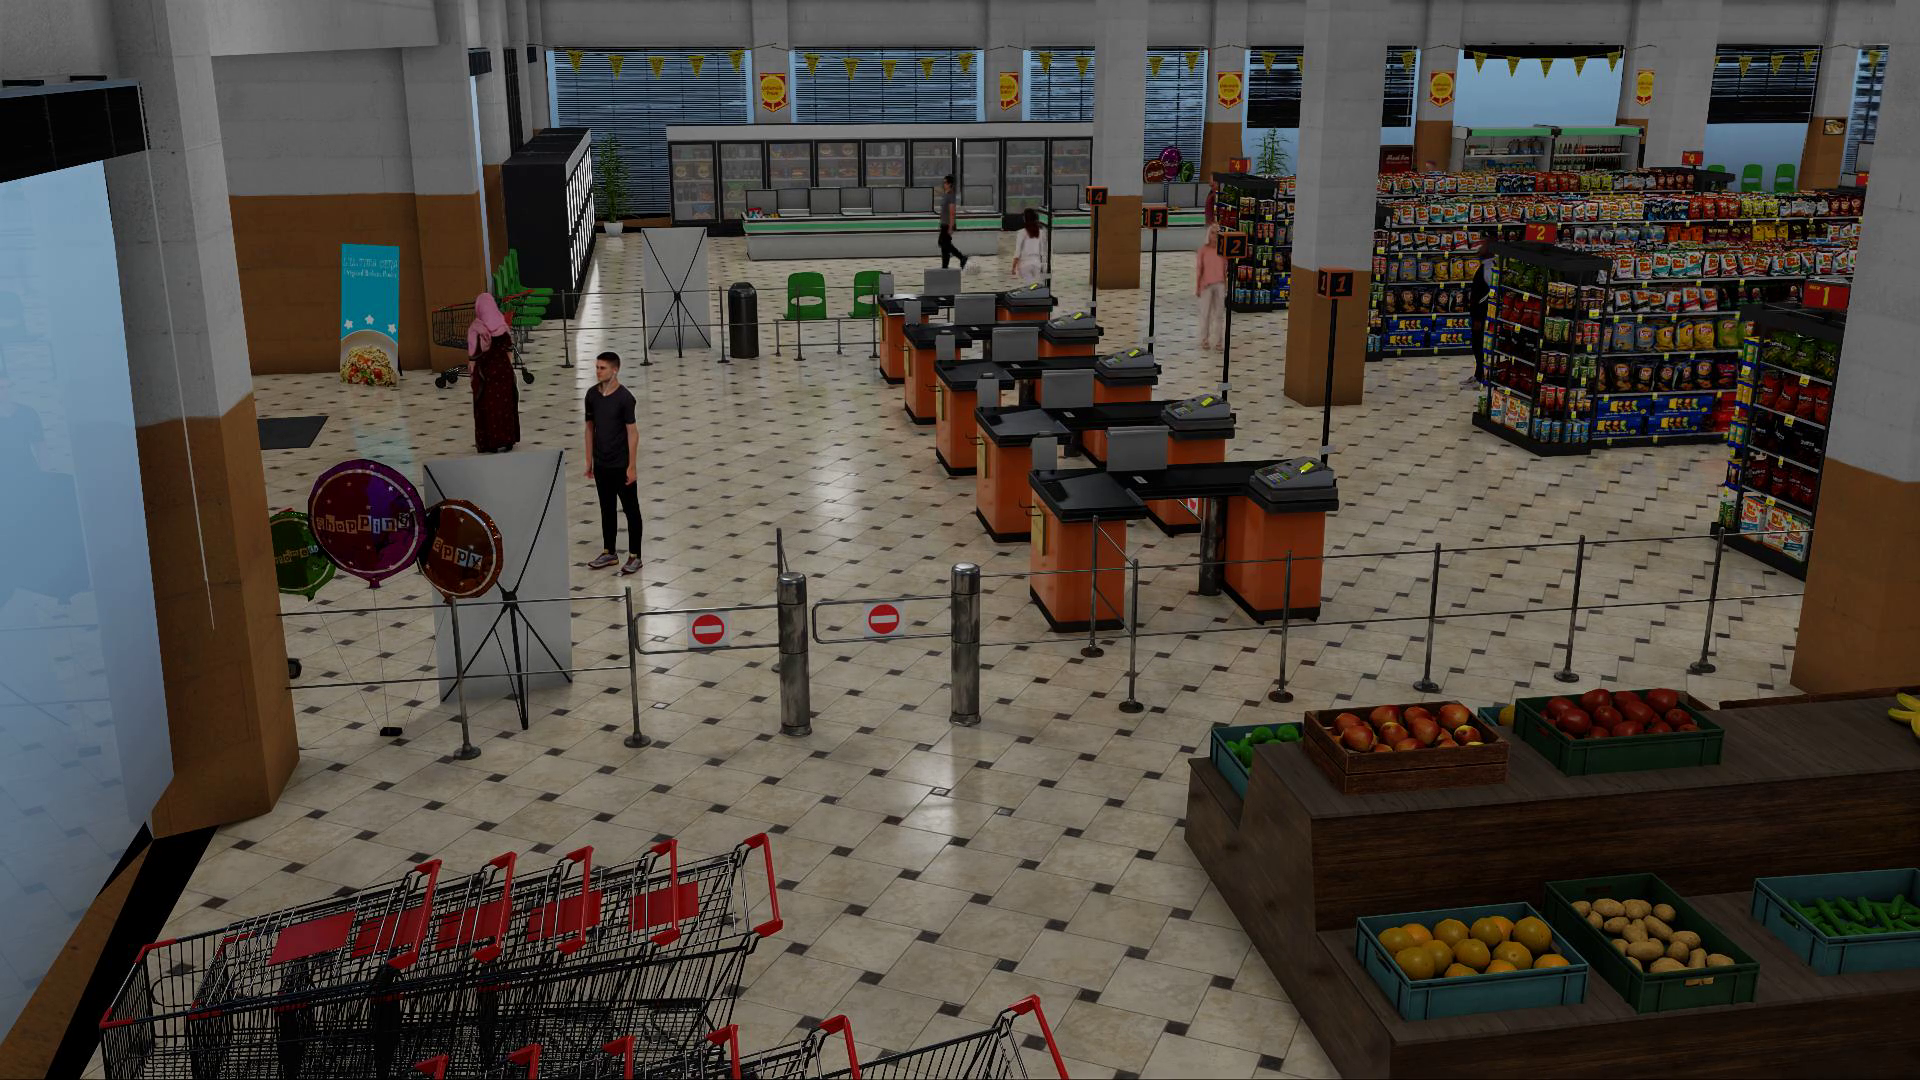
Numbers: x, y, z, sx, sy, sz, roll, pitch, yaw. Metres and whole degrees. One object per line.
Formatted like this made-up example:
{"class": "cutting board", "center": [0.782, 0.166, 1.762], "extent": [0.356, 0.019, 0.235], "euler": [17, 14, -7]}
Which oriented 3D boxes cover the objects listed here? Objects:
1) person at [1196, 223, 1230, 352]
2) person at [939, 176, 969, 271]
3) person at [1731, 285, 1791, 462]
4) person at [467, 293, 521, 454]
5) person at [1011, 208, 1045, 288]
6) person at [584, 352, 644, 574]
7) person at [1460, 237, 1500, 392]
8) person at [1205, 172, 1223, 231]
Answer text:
{"class": "person", "center": [3.398, -3.429, 22.530], "extent": [0.873, 1.702, 0.746], "euler": [-1, 17, -2]}
{"class": "person", "center": [-0.149, -5.588, 29.571], "extent": [0.922, 1.742, 0.648], "euler": [-4, 17, -13]}
{"class": "person", "center": [7.902, -1.618, 16.486], "extent": [0.910, 1.750, 0.667], "euler": [-3, 17, -9]}
{"class": "person", "center": [-4.782, -1.714, 16.992], "extent": [0.694, 1.639, 0.811], "euler": [-12, 21, -35]}
{"class": "person", "center": [1.068, -4.026, 24.588], "extent": [1.098, 1.649, 0.993], "euler": [-12, 21, -34]}
{"class": "person", "center": [-2.732, -0.618, 13.168], "extent": [0.681, 1.764, 0.775], "euler": [8, 19, 25]}
{"class": "person", "center": [6.300, -2.733, 20.020], "extent": [0.709, 1.828, 0.733], "euler": [4, 17, 14]}
{"class": "person", "center": [4.501, -5.586, 29.412], "extent": [0.649, 1.831, 0.737], "euler": [1, 17, 5]}
